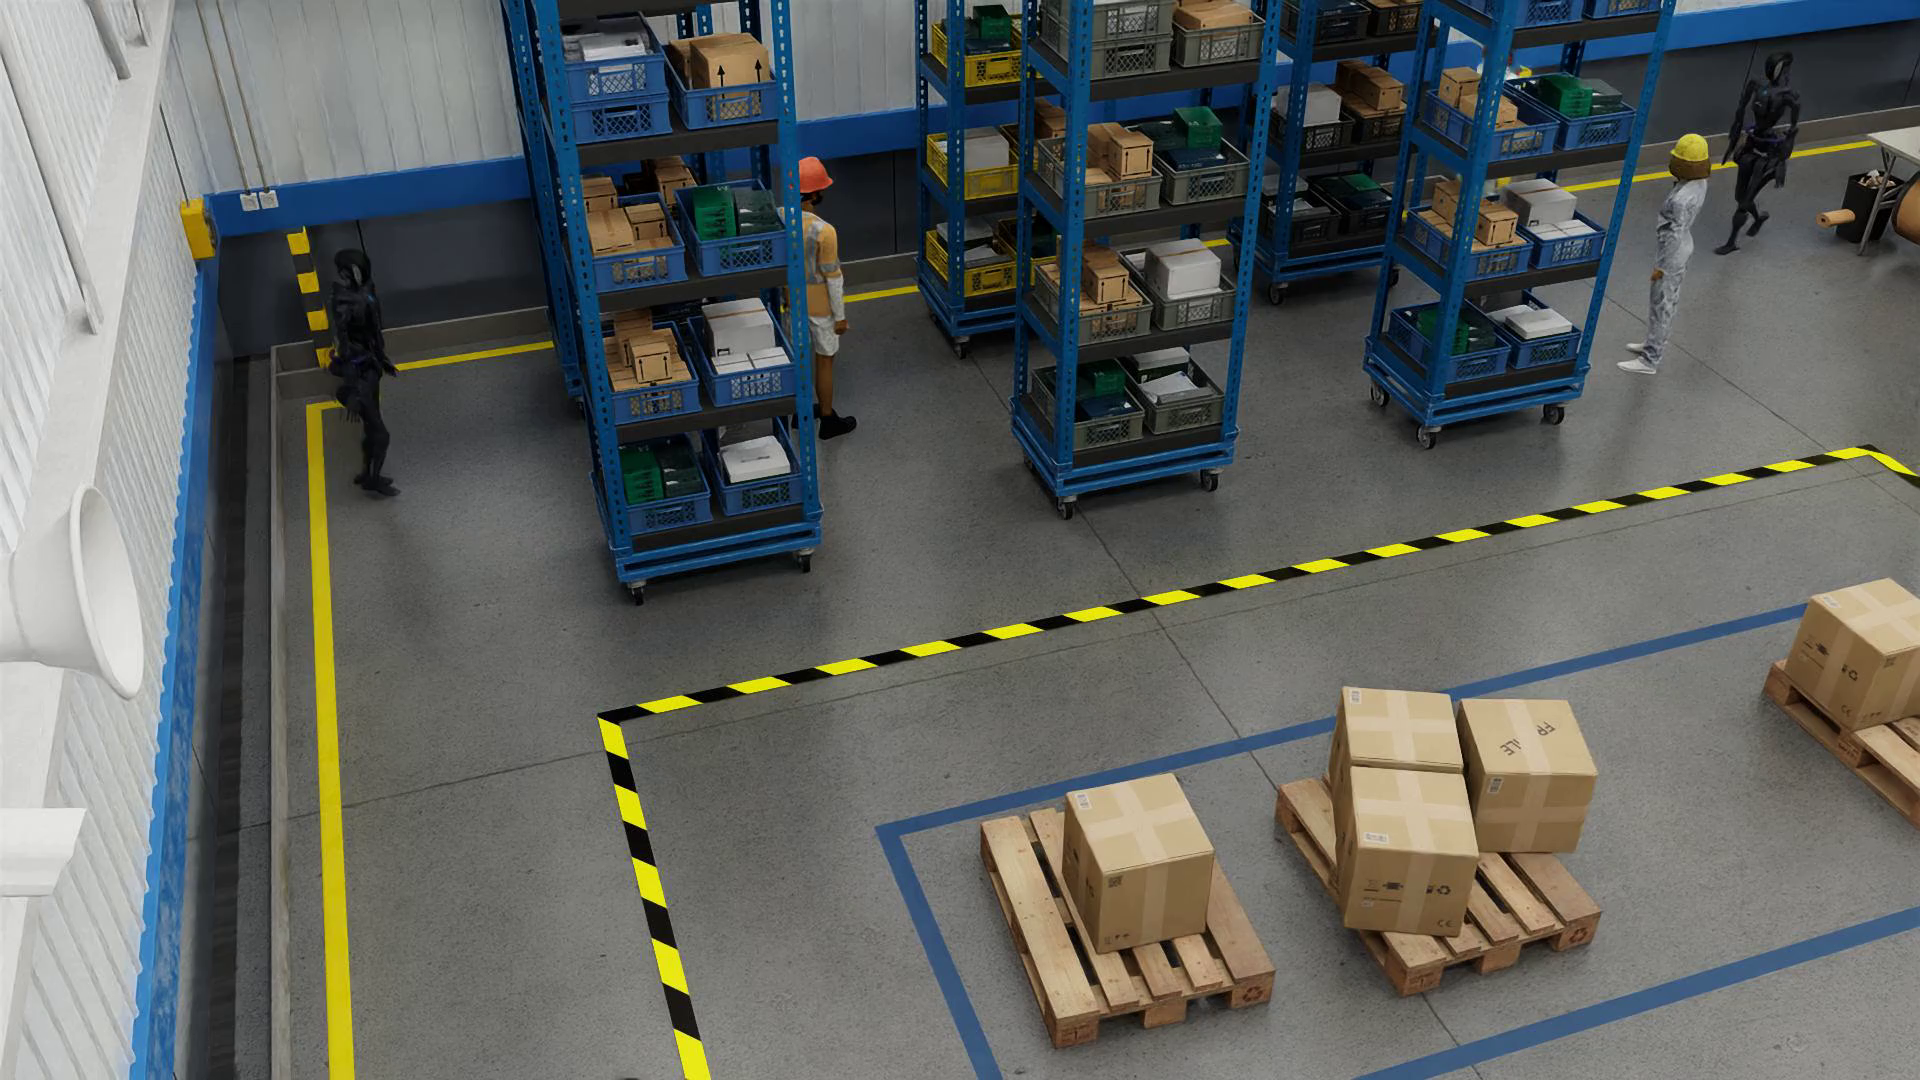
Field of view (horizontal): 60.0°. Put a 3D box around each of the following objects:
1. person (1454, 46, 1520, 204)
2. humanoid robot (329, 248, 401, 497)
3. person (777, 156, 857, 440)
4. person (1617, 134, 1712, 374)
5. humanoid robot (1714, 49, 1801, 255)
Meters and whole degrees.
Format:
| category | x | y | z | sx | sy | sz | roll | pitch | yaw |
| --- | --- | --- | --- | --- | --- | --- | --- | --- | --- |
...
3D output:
| category | x | y | z | sx | sy | sz | roll | pitch | yaw |
| --- | --- | --- | --- | --- | --- | --- | --- | --- | --- |
| person | 4.156 | -3.099 | 13.112 | 0.472 | 1.801 | 0.595 | -9 | 36 | -12 |
| humanoid robot | -3.721 | -1.040 | 10.315 | 0.401 | 1.645 | 0.599 | 2 | 35 | 2 |
| person | -0.952 | -1.565 | 10.827 | 0.550 | 1.936 | 0.354 | 24 | 42 | 30 |
| person | 4.930 | -1.988 | 11.596 | 0.310 | 1.740 | 0.485 | 21 | 40 | 27 |
| humanoid robot | 6.444 | -3.114 | 13.272 | 0.696 | 1.632 | 0.609 | -17 | 39 | -22 |
